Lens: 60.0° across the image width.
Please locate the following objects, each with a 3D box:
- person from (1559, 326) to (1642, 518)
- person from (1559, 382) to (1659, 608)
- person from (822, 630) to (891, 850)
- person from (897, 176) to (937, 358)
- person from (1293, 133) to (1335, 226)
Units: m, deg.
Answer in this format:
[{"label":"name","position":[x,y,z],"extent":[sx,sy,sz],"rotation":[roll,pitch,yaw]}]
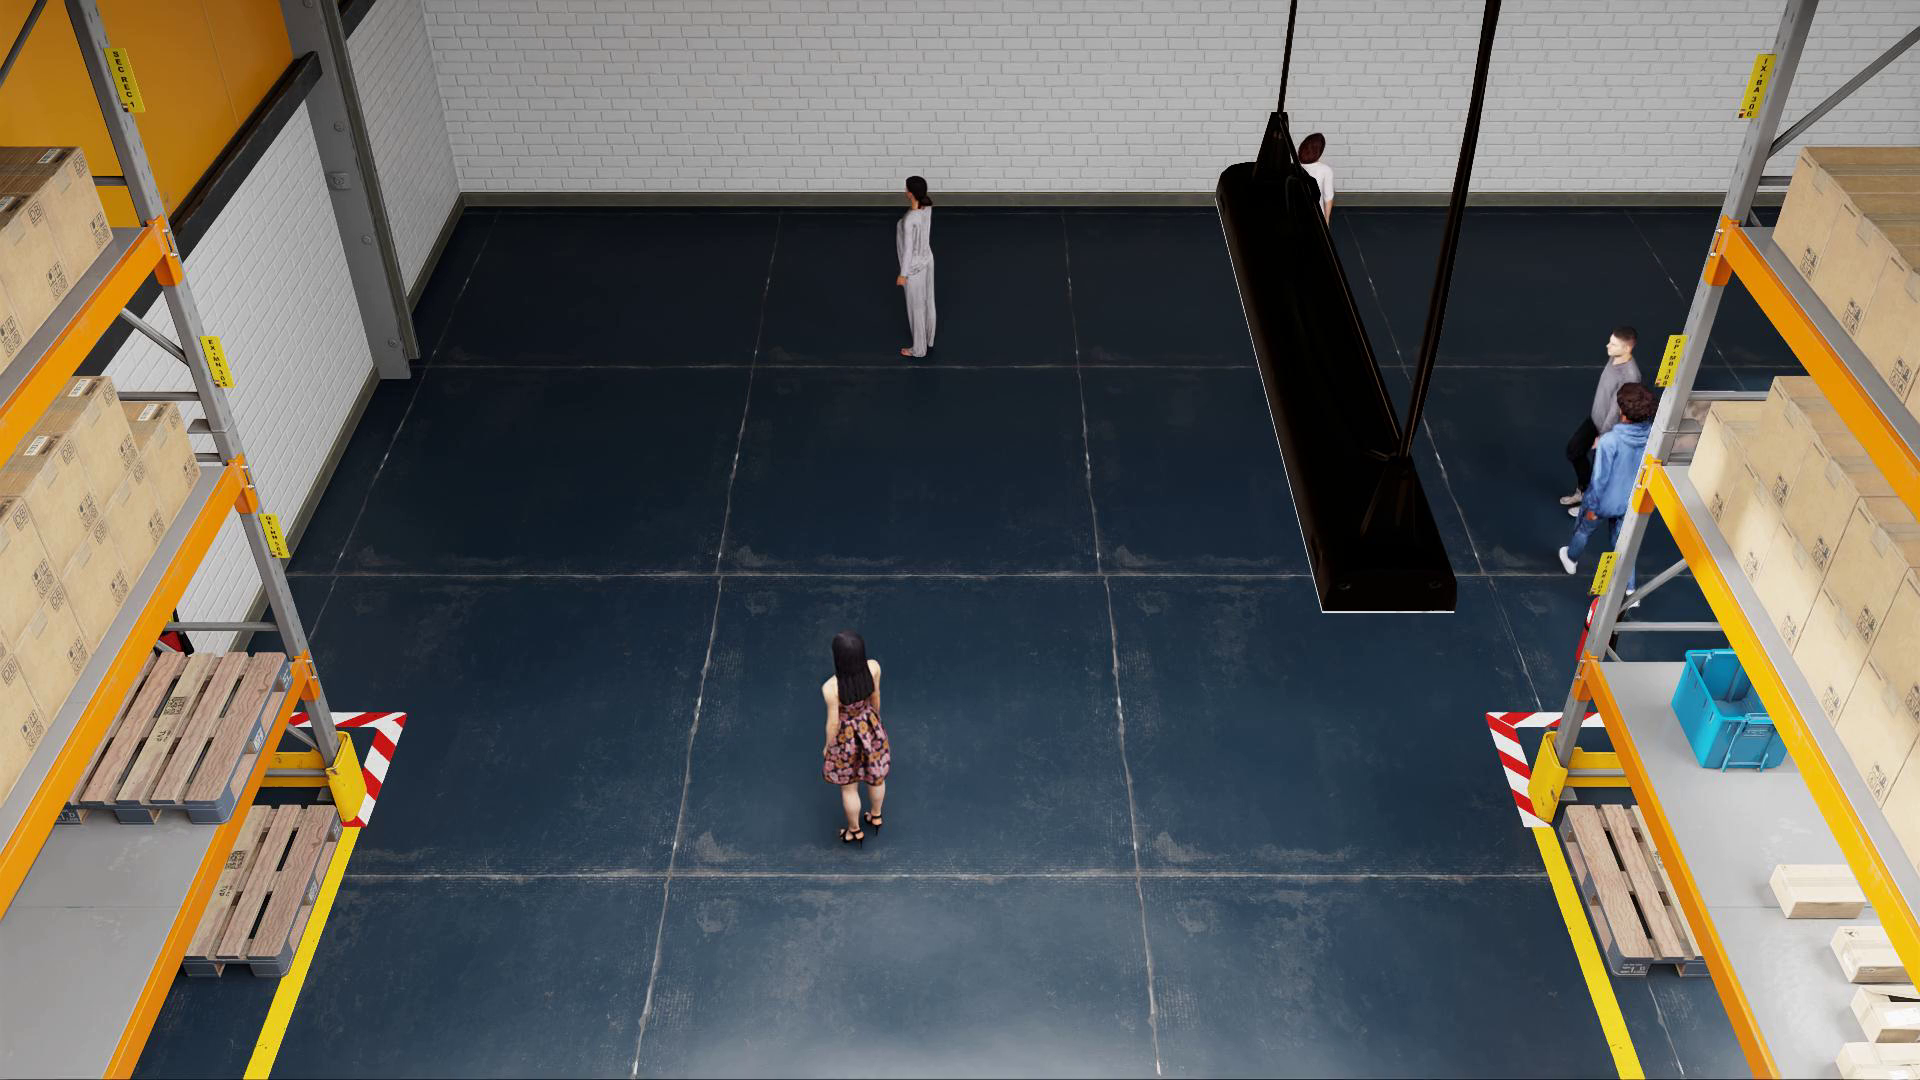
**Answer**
[{"label":"person","position":[5.167,-0.912,13.065],"extent":[0.705,1.750,0.545],"rotation":[-3,39,-4]},{"label":"person","position":[4.868,-0.280,12.255],"extent":[0.827,1.772,1.162],"rotation":[-12,40,-14]},{"label":"person","position":[-0.658,1.235,10.358],"extent":[0.805,1.773,0.855],"rotation":[-26,46,-29]},{"label":"person","position":[-0.374,-2.470,14.997],"extent":[0.733,1.774,0.620],"rotation":[18,42,21]},{"label":"person","position":[3.228,-2.966,15.602],"extent":[0.674,1.794,0.634],"rotation":[12,40,15]}]
